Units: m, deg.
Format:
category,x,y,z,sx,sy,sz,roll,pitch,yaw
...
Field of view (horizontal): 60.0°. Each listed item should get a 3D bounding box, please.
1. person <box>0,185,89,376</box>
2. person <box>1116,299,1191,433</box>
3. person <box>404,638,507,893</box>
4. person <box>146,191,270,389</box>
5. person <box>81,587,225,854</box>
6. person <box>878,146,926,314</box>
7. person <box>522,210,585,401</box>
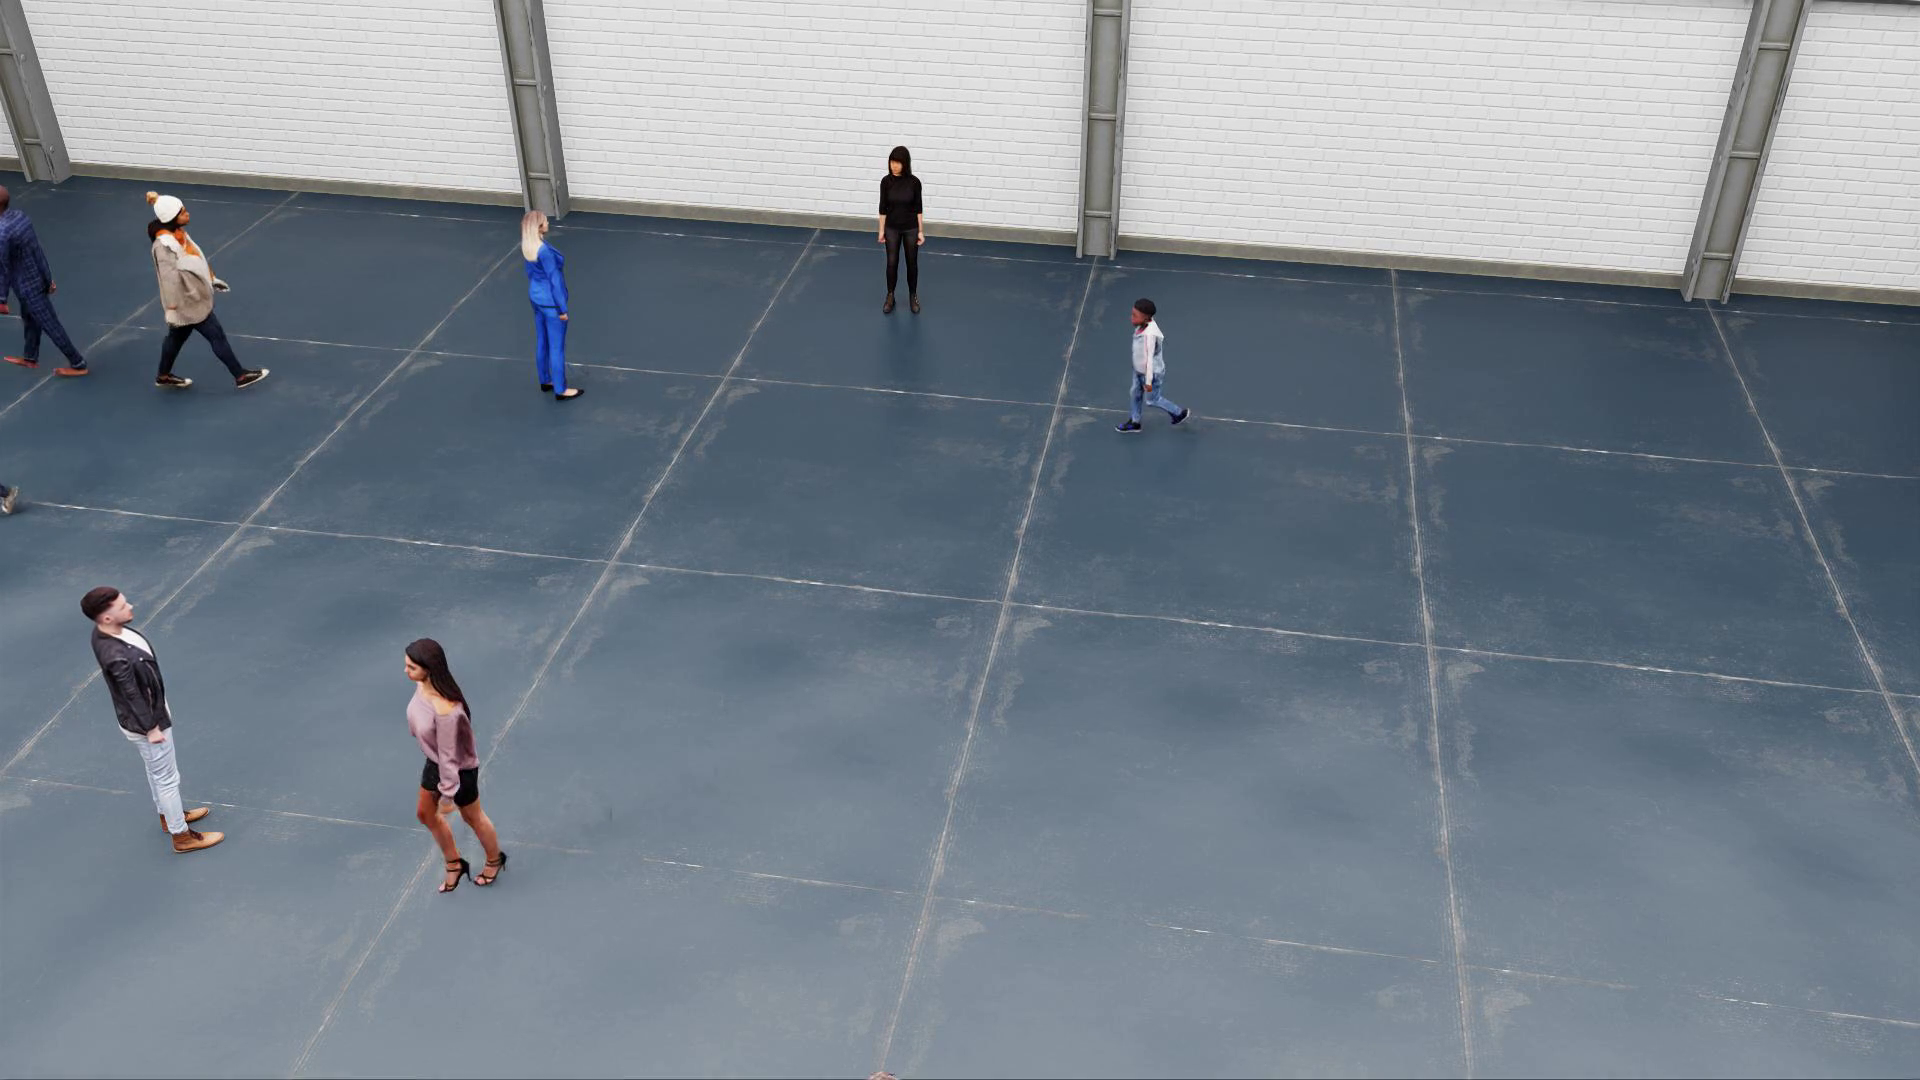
category,x,y,z,sx,sy,sz,roll,pitch,yaw
person,-8.018,-2.234,14.510,1.071,1.791,0.844,-2,34,-3
person,1.631,-1.426,13.804,0.877,1.227,0.617,-2,34,-3
person,-2.733,1.254,9.259,0.853,1.795,0.793,-21,39,-29
person,-6.744,-2.083,14.237,1.287,1.843,1.093,-13,36,-18
person,-4.696,1.026,9.564,0.786,1.837,0.724,-22,39,-29
person,-0.547,-2.944,15.715,0.489,1.641,0.676,1,34,2
person,-3.549,-2.023,14.275,0.767,1.700,0.684,-26,41,-33
